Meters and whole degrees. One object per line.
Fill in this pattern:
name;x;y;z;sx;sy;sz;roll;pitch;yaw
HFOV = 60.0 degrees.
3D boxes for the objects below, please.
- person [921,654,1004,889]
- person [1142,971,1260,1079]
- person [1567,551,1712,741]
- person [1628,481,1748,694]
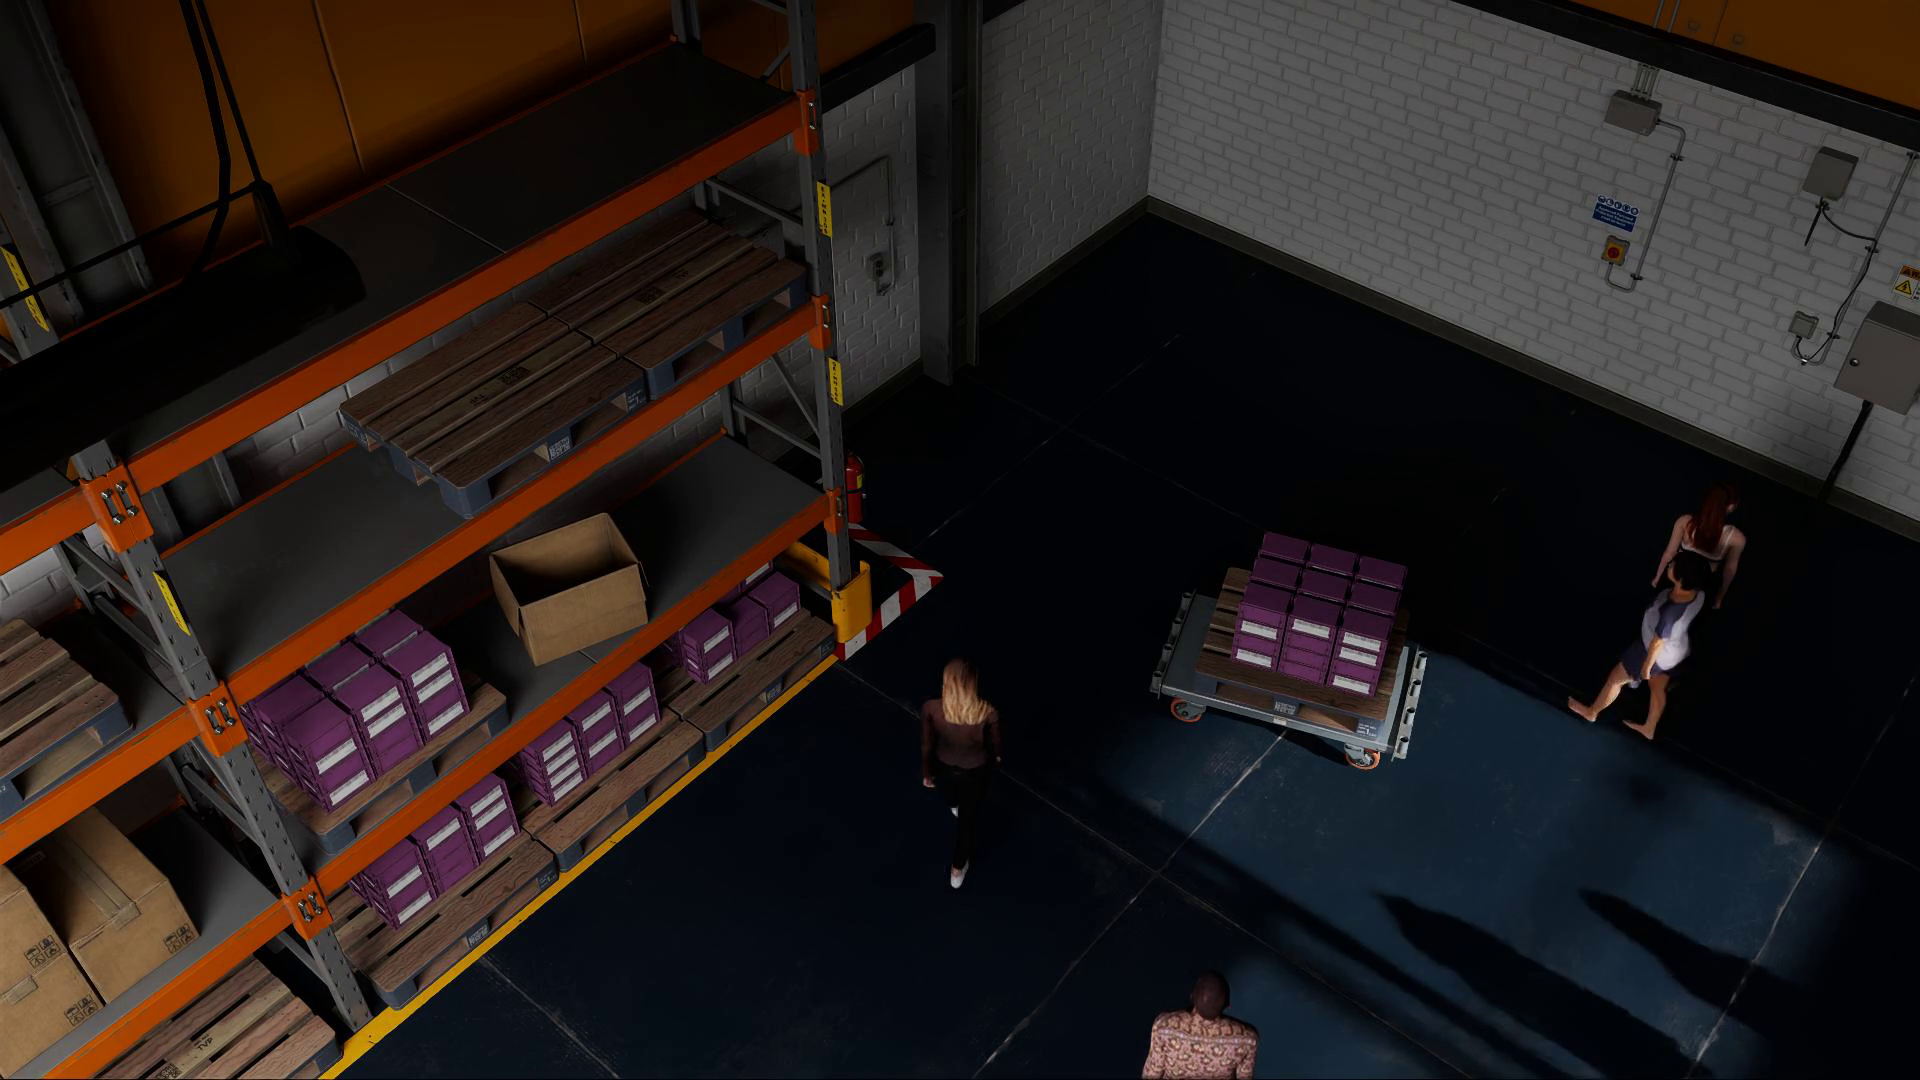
person;-0.007;1.380;9.534;0.902;1.667;1.078;8;44;9
person;1.141;2.670;8.077;0.776;1.808;0.792;3;44;3
person;4.419;0.706;10.330;0.763;1.544;0.726;-30;51;-28
person;4.631;0.314;10.598;0.614;1.742;0.545;23;48;22
